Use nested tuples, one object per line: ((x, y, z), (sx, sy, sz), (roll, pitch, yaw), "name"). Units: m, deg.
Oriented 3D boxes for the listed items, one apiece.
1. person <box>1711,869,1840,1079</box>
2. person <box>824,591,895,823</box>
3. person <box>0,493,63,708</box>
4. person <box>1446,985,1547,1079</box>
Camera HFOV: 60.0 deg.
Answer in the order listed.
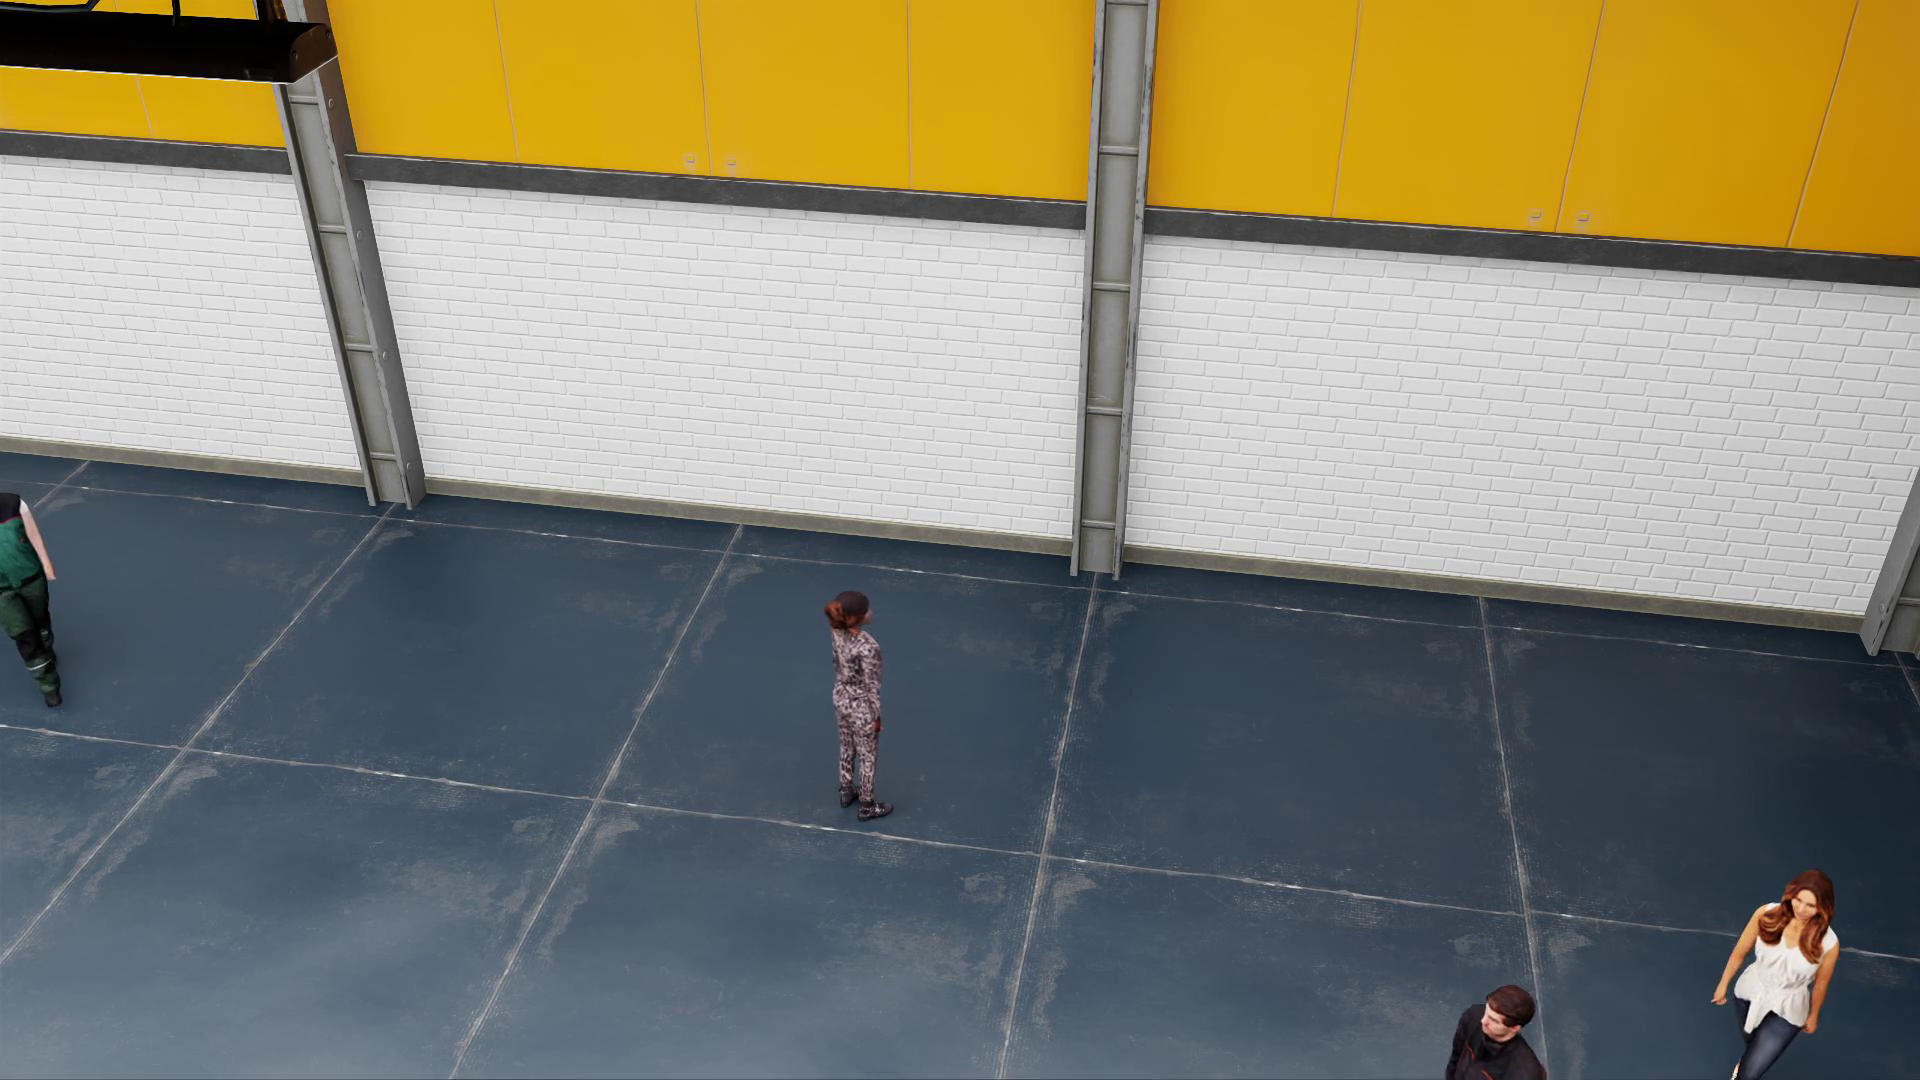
((4.221, 2.342, 8.607), (1.098, 1.738, 1.129), (-28, 43, -35), "person")
((-0.657, 1.048, 10.575), (0.712, 1.714, 0.649), (-22, 39, -29), "person")
((-6.676, 0.231, 11.726), (1.116, 1.802, 1.180), (-21, 39, -28), "person")
((2.548, 2.759, 7.897), (0.858, 1.829, 0.839), (-13, 36, -18), "person")
